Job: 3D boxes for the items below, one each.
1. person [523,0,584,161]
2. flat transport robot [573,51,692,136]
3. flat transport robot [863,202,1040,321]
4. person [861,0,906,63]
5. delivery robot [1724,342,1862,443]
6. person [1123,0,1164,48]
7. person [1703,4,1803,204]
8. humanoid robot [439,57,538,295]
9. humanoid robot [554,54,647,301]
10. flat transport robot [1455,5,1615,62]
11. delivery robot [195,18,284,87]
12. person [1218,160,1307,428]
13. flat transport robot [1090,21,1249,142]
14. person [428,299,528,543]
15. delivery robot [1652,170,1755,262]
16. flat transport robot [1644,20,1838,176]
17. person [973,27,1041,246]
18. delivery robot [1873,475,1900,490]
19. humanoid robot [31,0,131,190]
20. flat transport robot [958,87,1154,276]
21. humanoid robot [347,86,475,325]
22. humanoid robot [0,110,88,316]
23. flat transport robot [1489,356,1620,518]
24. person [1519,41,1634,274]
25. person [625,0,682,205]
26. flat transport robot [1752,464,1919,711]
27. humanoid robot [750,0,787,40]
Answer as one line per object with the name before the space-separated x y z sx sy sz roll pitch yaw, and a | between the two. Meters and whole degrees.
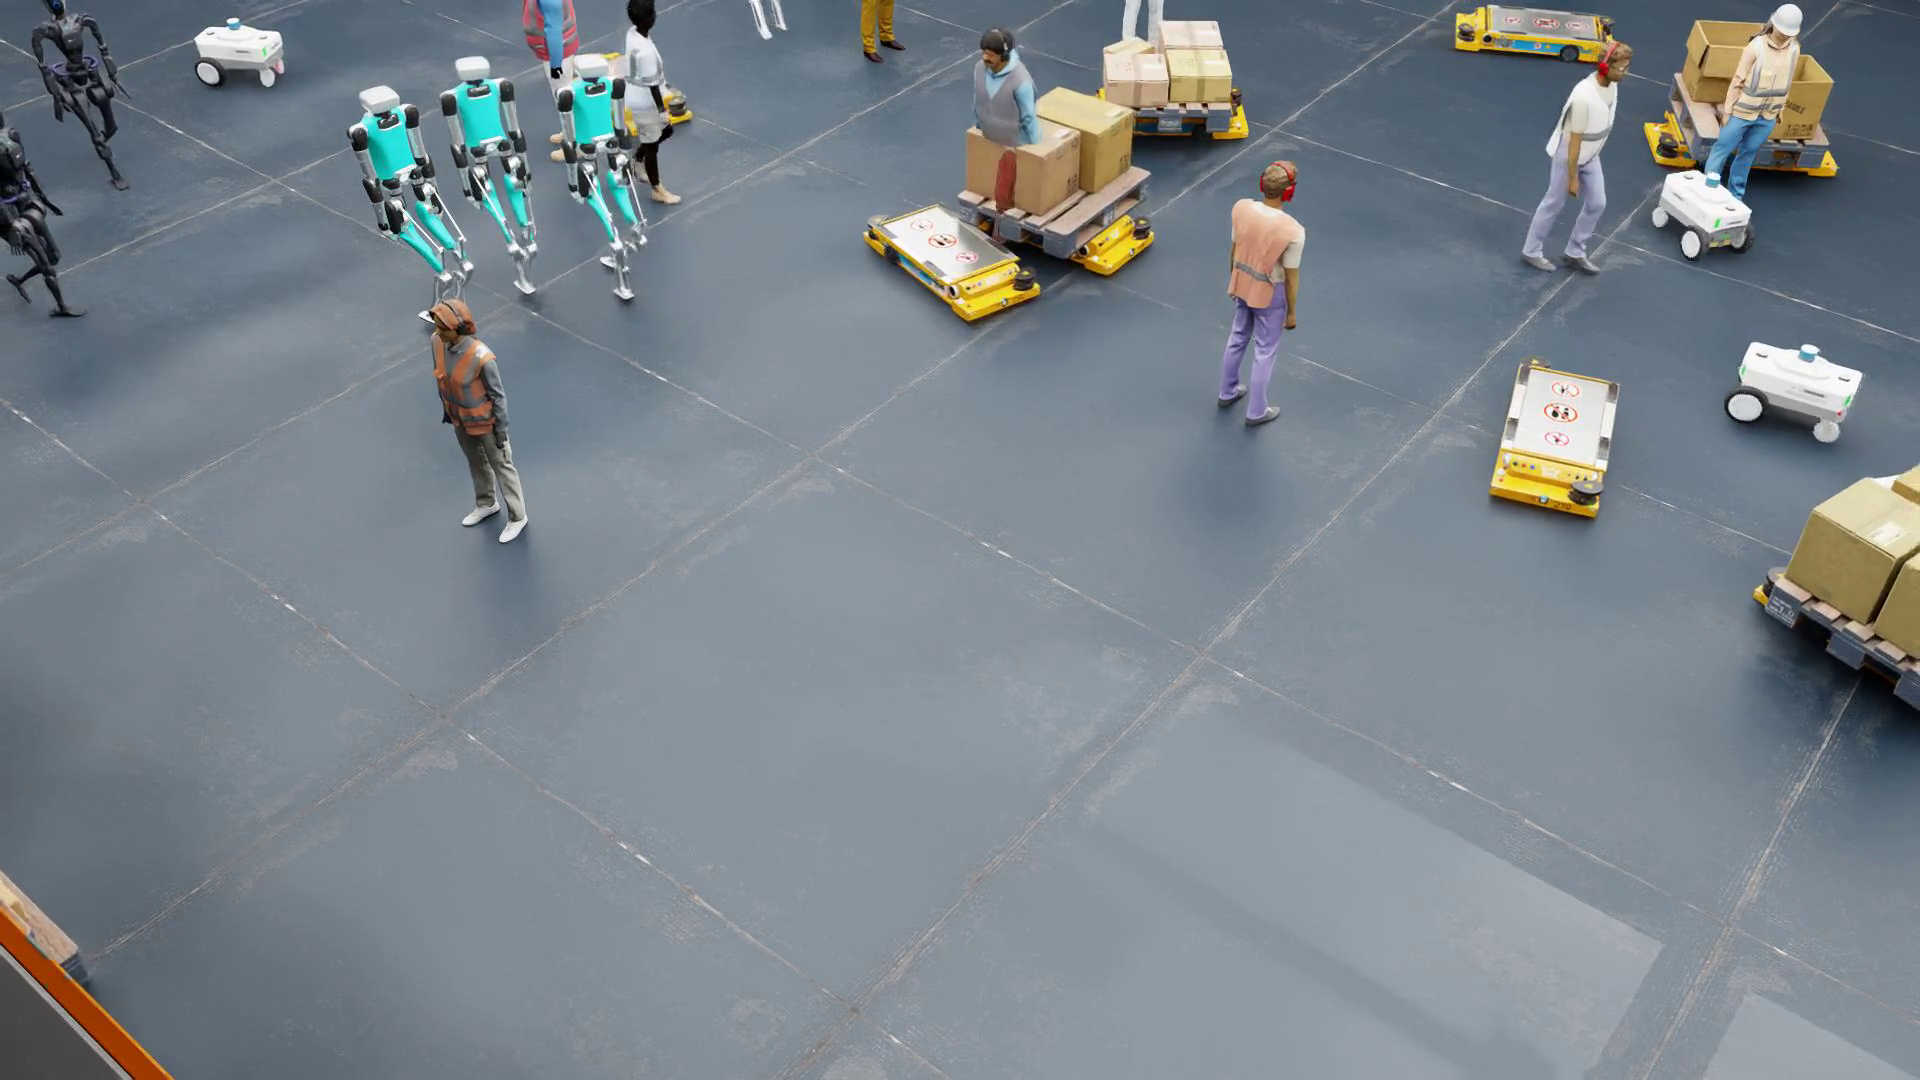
person | -3.320 -4.011 13.590 0.430 1.839 0.637 -8 41 -9
flat transport robot | -3.015 -3.985 14.766 0.659 0.231 1.431 -25 46 -27
flat transport robot | -0.080 -2.138 12.593 0.659 0.231 1.431 -24 46 -26
person | -0.703 -5.248 15.105 0.345 1.753 0.523 26 47 27
delivery robot | 5.530 -1.029 11.078 0.786 0.608 0.499 22 45 24
person | 1.701 -5.145 14.888 0.574 1.879 0.356 -8 41 -9
person | 6.128 -3.323 12.864 0.486 1.723 0.376 -3 40 -4
humanoid robot | -3.238 -2.479 11.889 0.540 1.794 0.808 -23 45 -25
humanoid robot | -2.458 -2.534 11.939 0.580 1.775 0.877 -28 48 -29
flat transport robot | 5.425 -4.781 15.702 1.431 0.231 0.659 9 41 10
delivery robot | -6.517 -4.429 15.060 0.754 0.586 0.524 7 41 8
person | 1.930 -1.569 10.715 0.376 1.835 0.564 -27 47 -28
flat transport robot | 1.759 -3.713 14.446 1.431 0.231 0.659 0 40 0
person | -2.866 -0.713 9.857 0.522 1.639 0.304 23 46 25
delivery robot | 5.748 -2.522 12.839 0.499 0.614 0.818 -11 42 -13
flat transport robot | 6.566 -3.342 14.010 1.431 0.231 0.659 6 41 6
person | 0.375 -2.986 12.393 0.847 1.838 0.566 -31 49 -31
delivery robot | 5.869 -0.212 10.103 0.793 0.590 0.499 -9 41 -11
humanoid robot | -7.069 -3.673 13.352 0.746 1.648 0.589 32 50 32
flat transport robot | 0.742 -2.489 13.007 1.431 0.231 0.659 26 47 27
humanoid robot | -3.708 -2.262 11.527 0.730 1.690 0.531 27 47 28
humanoid robot | -6.693 -2.327 11.731 0.523 1.638 0.589 0 40 0
flat transport robot | 3.913 -0.699 10.901 0.659 0.231 1.431 14 42 16
person | 4.564 -2.726 12.081 0.576 1.822 0.688 -32 50 -32
person | -2.453 -3.439 13.030 0.446 1.685 0.508 -2 40 -2
flat transport robot | 5.337 0.539 9.444 0.659 0.231 1.431 -24 46 -26
humanoid robot | -1.873 -5.576 15.517 0.530 1.813 0.649 -17 43 -19
